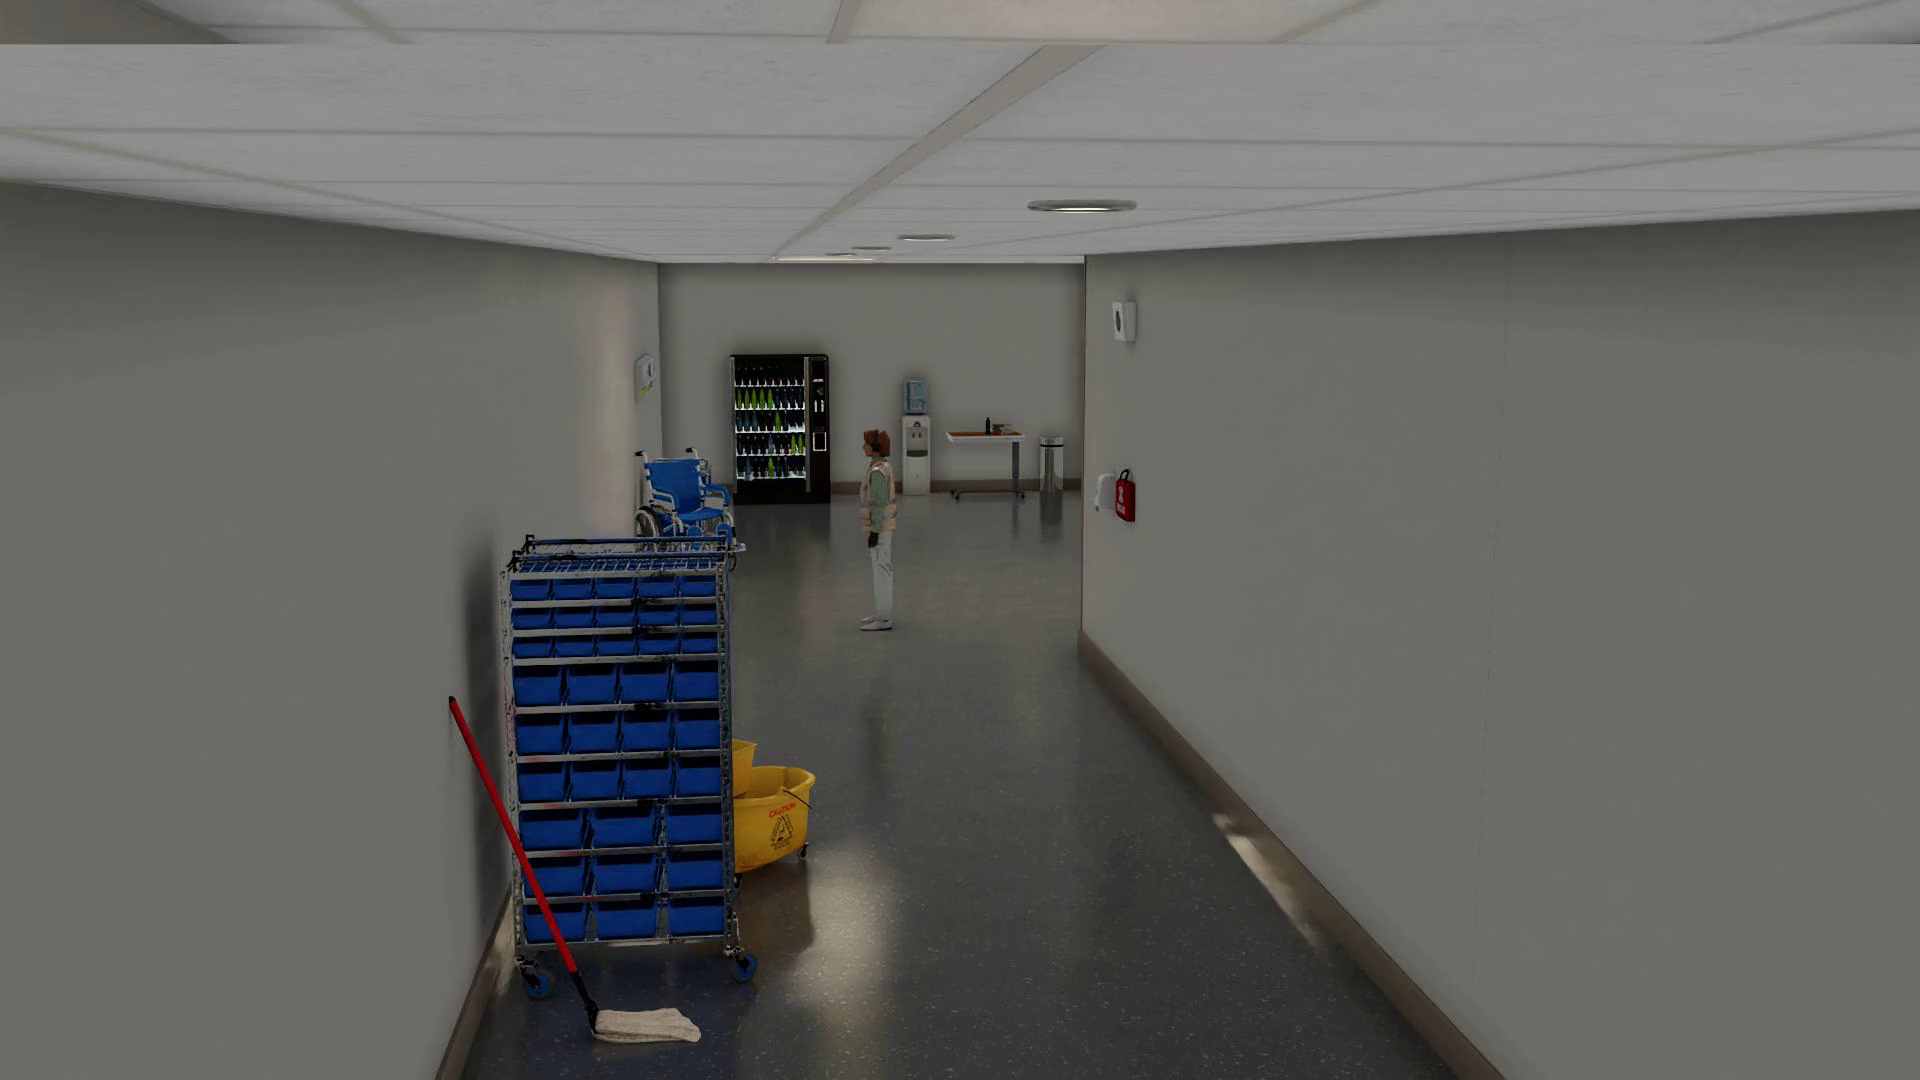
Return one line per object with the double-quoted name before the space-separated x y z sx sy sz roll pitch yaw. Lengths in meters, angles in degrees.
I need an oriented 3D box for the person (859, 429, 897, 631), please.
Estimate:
"person" -0.665 -0.086 13.507 0.308 1.641 0.514 0 9 -1
